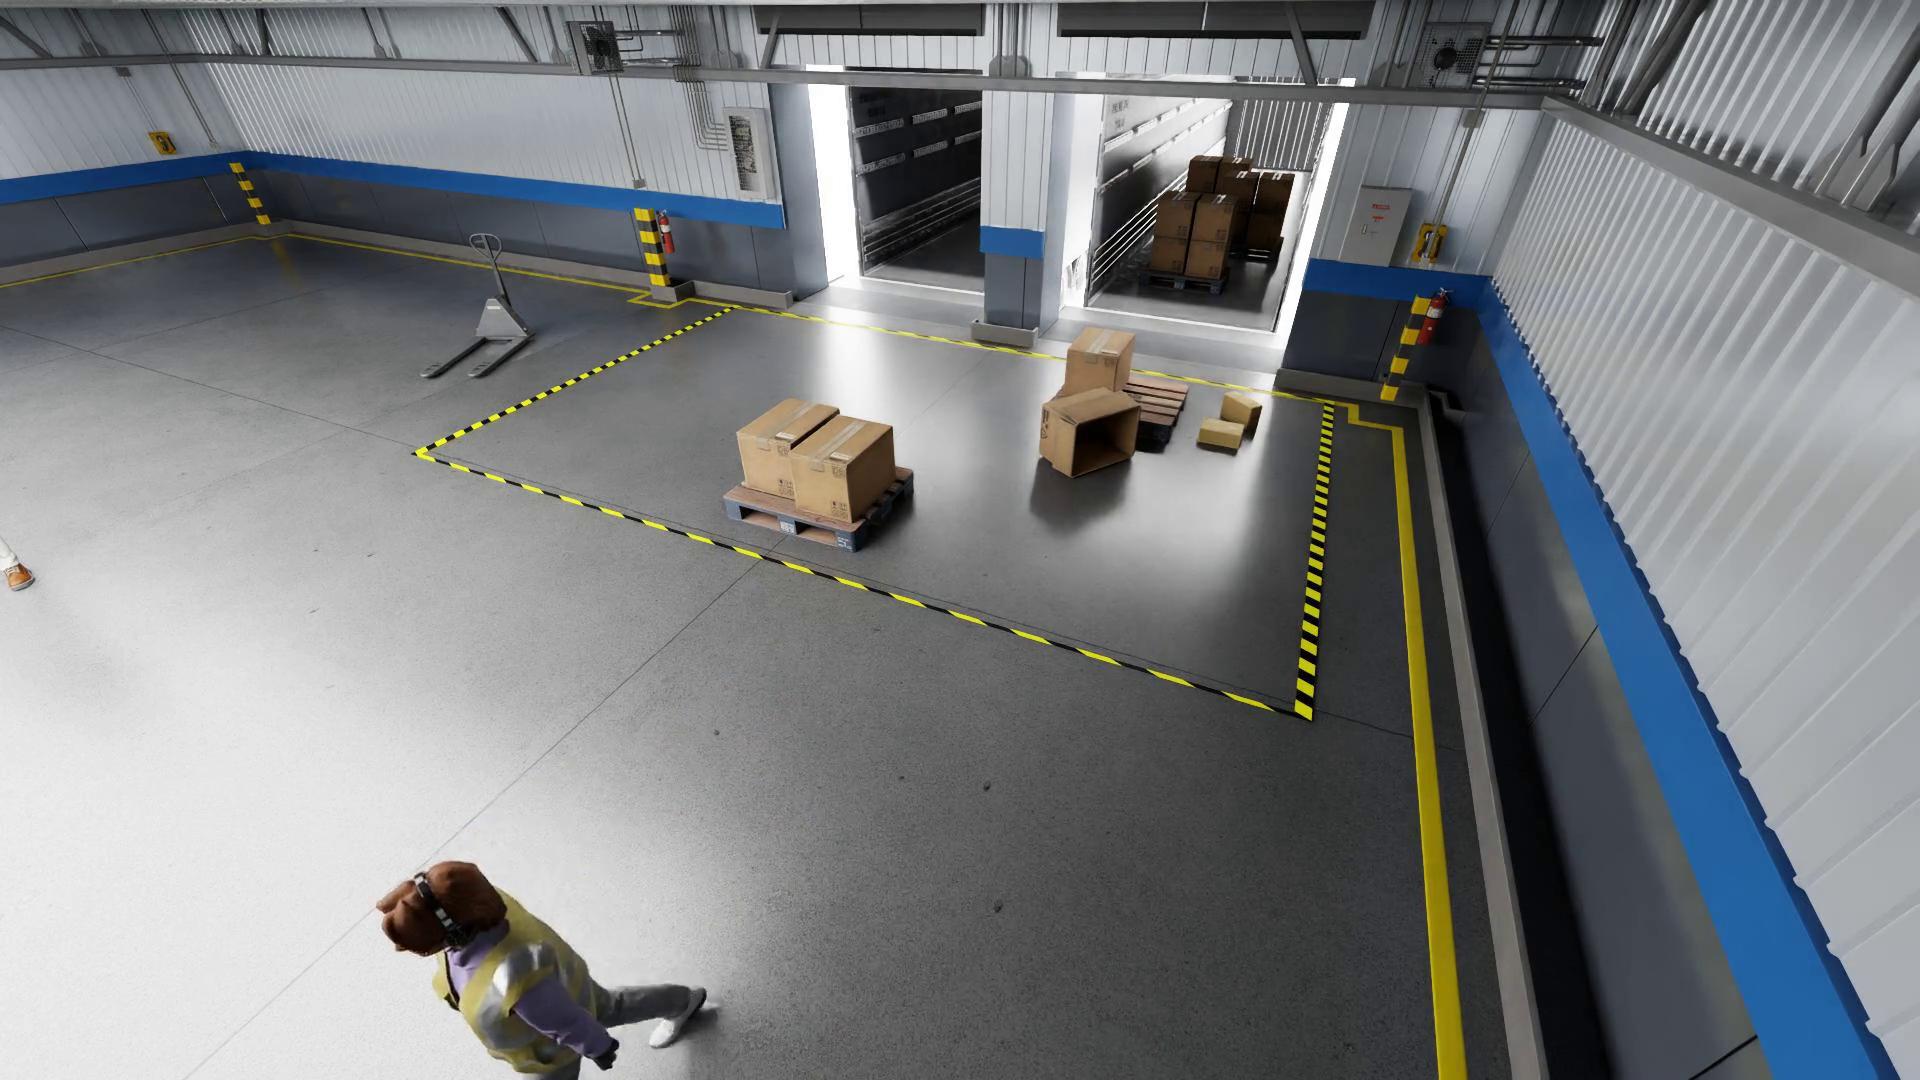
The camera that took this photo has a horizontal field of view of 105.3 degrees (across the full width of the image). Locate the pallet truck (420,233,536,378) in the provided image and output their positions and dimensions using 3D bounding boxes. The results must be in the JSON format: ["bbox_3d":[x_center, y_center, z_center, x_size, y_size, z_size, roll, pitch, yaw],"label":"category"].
[{"bbox_3d":[-5.664,-2.712,8.427,0.680,1.201,1.601,0,35,-1],"label":"pallet truck"}]

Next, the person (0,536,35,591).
[{"bbox_3d":[-6.832,-0.440,4.627,0.610,1.947,0.386,-27,44,-33],"label":"person"}]

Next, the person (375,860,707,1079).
[{"bbox_3d":[-1.283,1.454,2.270,0.531,1.589,0.867,26,43,32],"label":"person"}]
